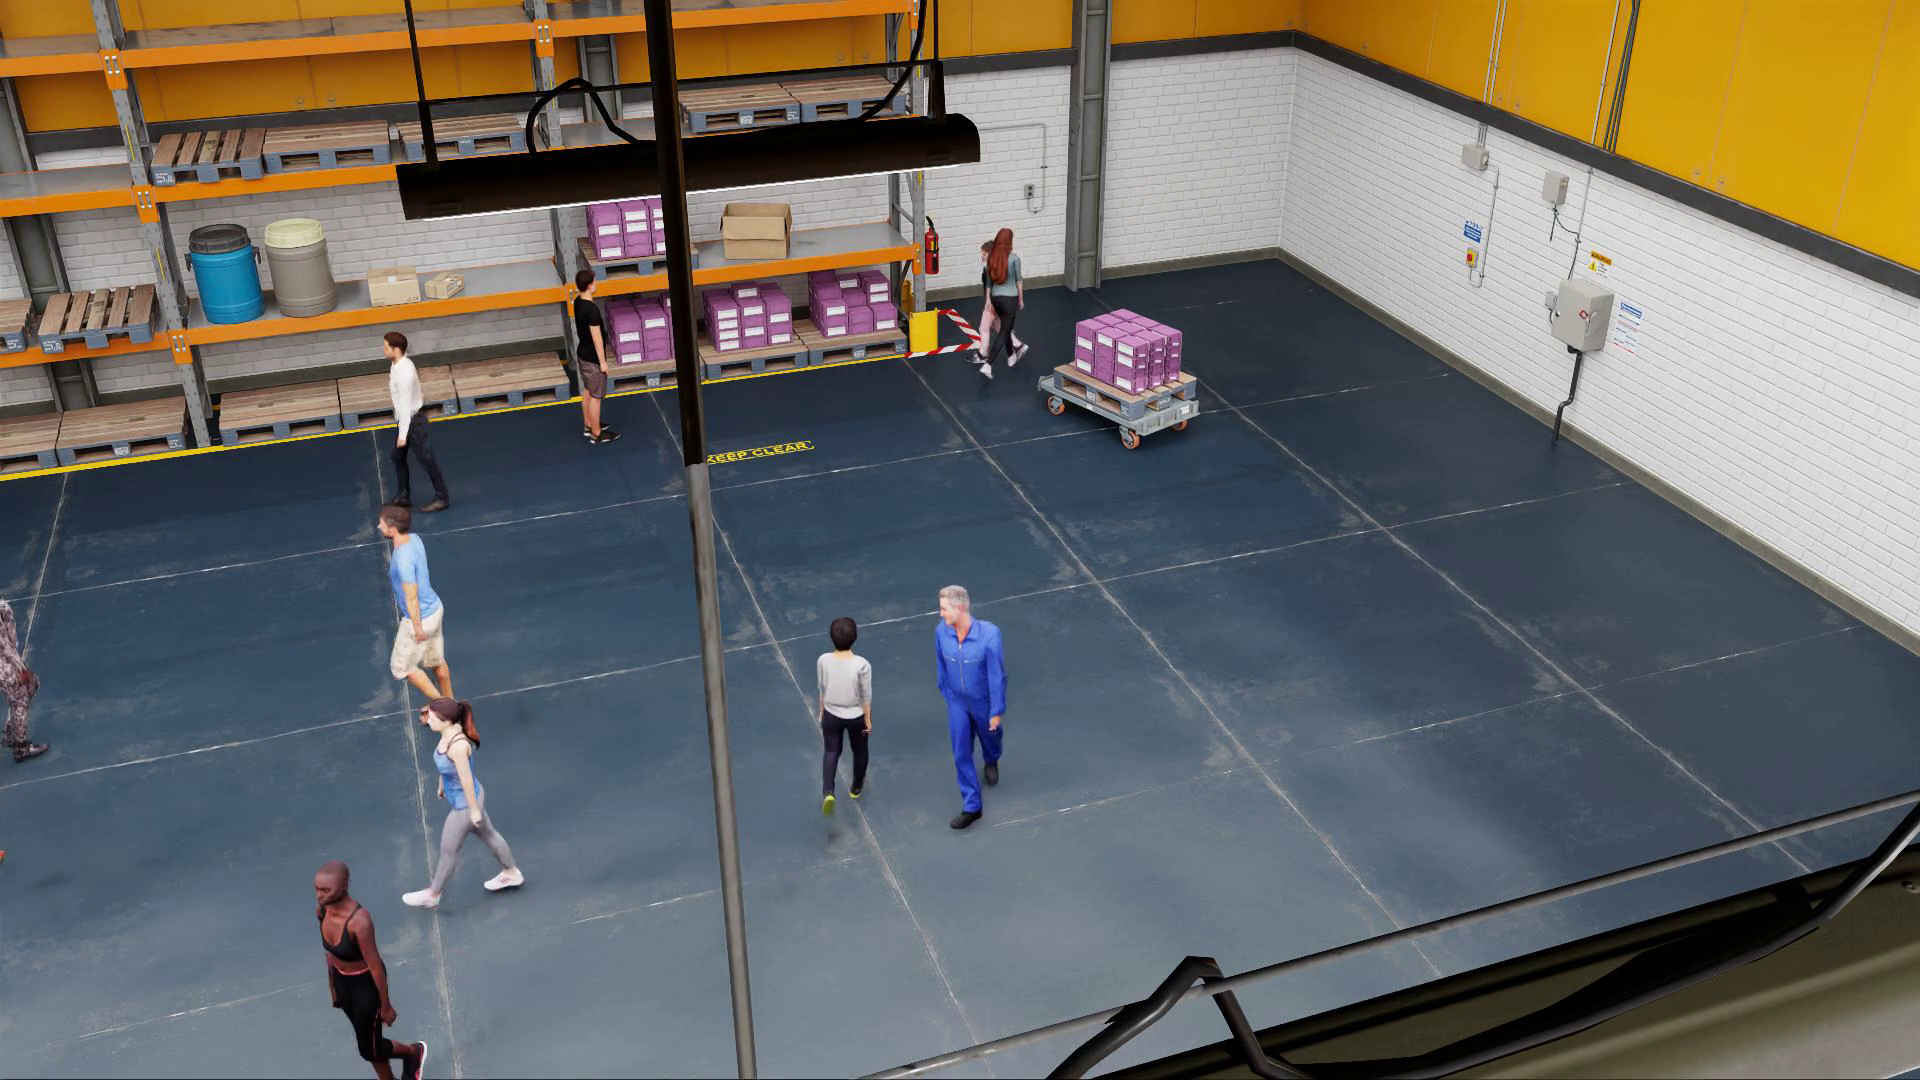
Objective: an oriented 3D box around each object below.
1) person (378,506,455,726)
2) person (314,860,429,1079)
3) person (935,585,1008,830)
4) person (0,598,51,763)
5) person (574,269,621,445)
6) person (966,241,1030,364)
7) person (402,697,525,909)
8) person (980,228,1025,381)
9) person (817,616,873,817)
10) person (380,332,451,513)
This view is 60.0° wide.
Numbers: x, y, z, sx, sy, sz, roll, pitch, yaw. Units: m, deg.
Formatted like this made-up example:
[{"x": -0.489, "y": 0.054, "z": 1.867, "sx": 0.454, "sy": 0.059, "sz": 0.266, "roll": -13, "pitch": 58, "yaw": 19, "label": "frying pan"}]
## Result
[{"x": -4.065, "y": 0.571, "z": 12.777, "sx": 0.760, "sy": 1.851, "sz": 0.741, "roll": 0, "pitch": 29, "yaw": -1, "label": "person"}, {"x": -3.301, "y": 2.471, "z": 9.404, "sx": 0.799, "sy": 1.747, "sz": 0.861, "roll": 15, "pitch": 32, "yaw": 25, "label": "person"}, {"x": 0.120, "y": 1.131, "z": 11.838, "sx": 1.145, "sy": 1.769, "sz": 1.149, "roll": 5, "pitch": 29, "yaw": 9, "label": "person"}, {"x": -7.143, "y": 0.937, "z": 12.261, "sx": 0.733, "sy": 1.704, "sz": 0.693, "roll": -25, "pitch": 37, "yaw": -38, "label": "person"}, {"x": -3.850, "y": -1.927, "z": 17.353, "sx": 0.618, "sy": 1.856, "sz": 0.709, "roll": -16, "pitch": 32, "yaw": -27, "label": "person"}, {"x": 0.455, "y": -2.719, "z": 19.145, "sx": 1.025, "sy": 1.530, "sz": 0.813, "roll": 6, "pitch": 29, "yaw": 10, "label": "person"}, {"x": -3.192, "y": 1.714, "z": 10.971, "sx": 0.992, "sy": 1.575, "sz": 0.579, "roll": -10, "pitch": 30, "yaw": -18, "label": "person"}, {"x": 0.474, "y": -2.634, "z": 18.803, "sx": 1.032, "sy": 1.709, "sz": 1.196, "roll": 17, "pitch": 33, "yaw": 29, "label": "person"}, {"x": -0.842, "y": 1.276, "z": 11.817, "sx": 0.905, "sy": 1.534, "sz": 0.879, "roll": 5, "pitch": 29, "yaw": 9, "label": "person"}, {"x": -5.132, "y": -1.114, "z": 15.864, "sx": 0.869, "sy": 1.855, "sz": 0.703, "roll": -12, "pitch": 31, "yaw": -21, "label": "person"}]
